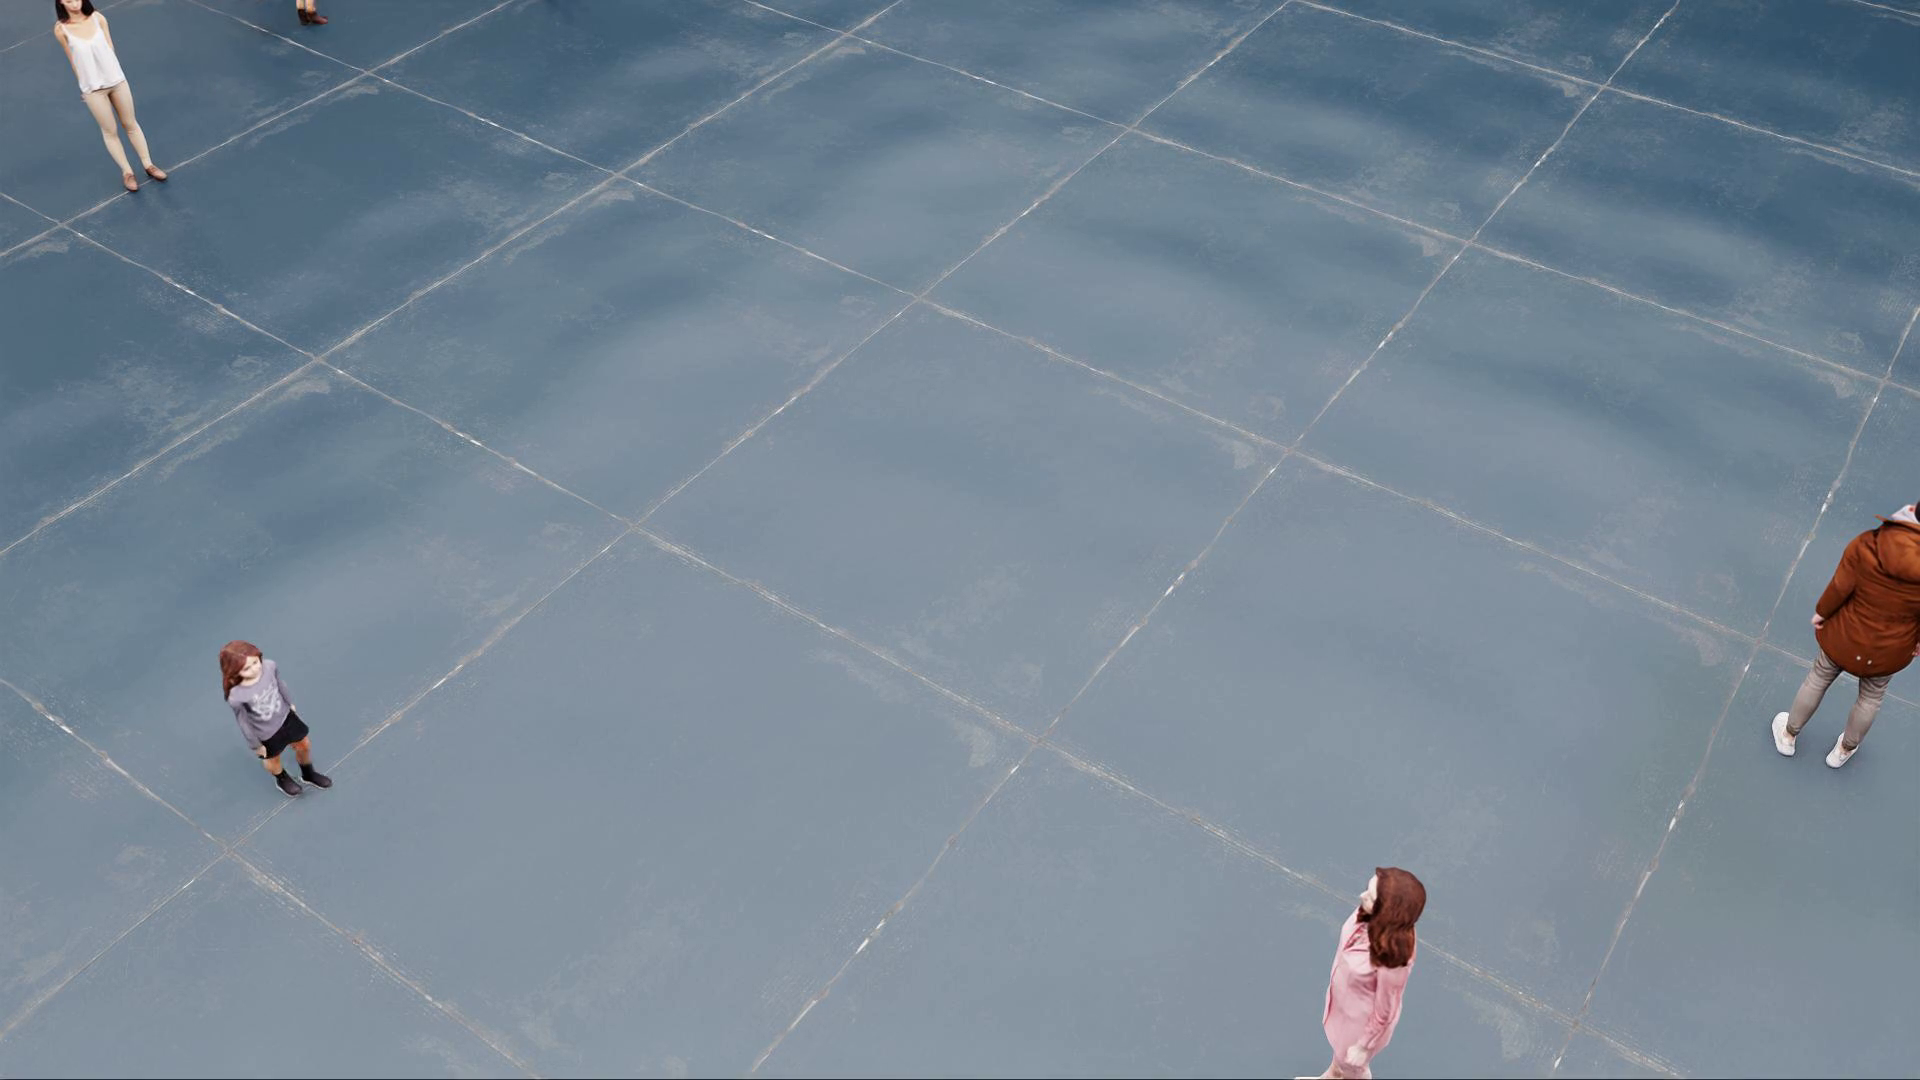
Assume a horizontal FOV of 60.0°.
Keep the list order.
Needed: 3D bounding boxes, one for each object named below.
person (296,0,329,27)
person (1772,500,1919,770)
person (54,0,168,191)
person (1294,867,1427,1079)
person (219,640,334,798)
[{"bbox_3d":[-6.013,-5.110,14.945,0.586,1.017,0.515,-16,45,-16],"label":"person"},{"bbox_3d":[4.597,0.453,8.386,0.689,1.837,0.815,18,46,18],"label":"person"},{"bbox_3d":[-6.596,-3.521,12.777,0.566,1.653,0.623,26,49,25],"label":"person"},{"bbox_3d":[1.661,1.913,6.847,0.706,1.803,0.692,1,43,1],"label":"person"},{"bbox_3d":[-3.557,0.891,8.457,0.570,1.100,0.527,20,46,20],"label":"person"}]
